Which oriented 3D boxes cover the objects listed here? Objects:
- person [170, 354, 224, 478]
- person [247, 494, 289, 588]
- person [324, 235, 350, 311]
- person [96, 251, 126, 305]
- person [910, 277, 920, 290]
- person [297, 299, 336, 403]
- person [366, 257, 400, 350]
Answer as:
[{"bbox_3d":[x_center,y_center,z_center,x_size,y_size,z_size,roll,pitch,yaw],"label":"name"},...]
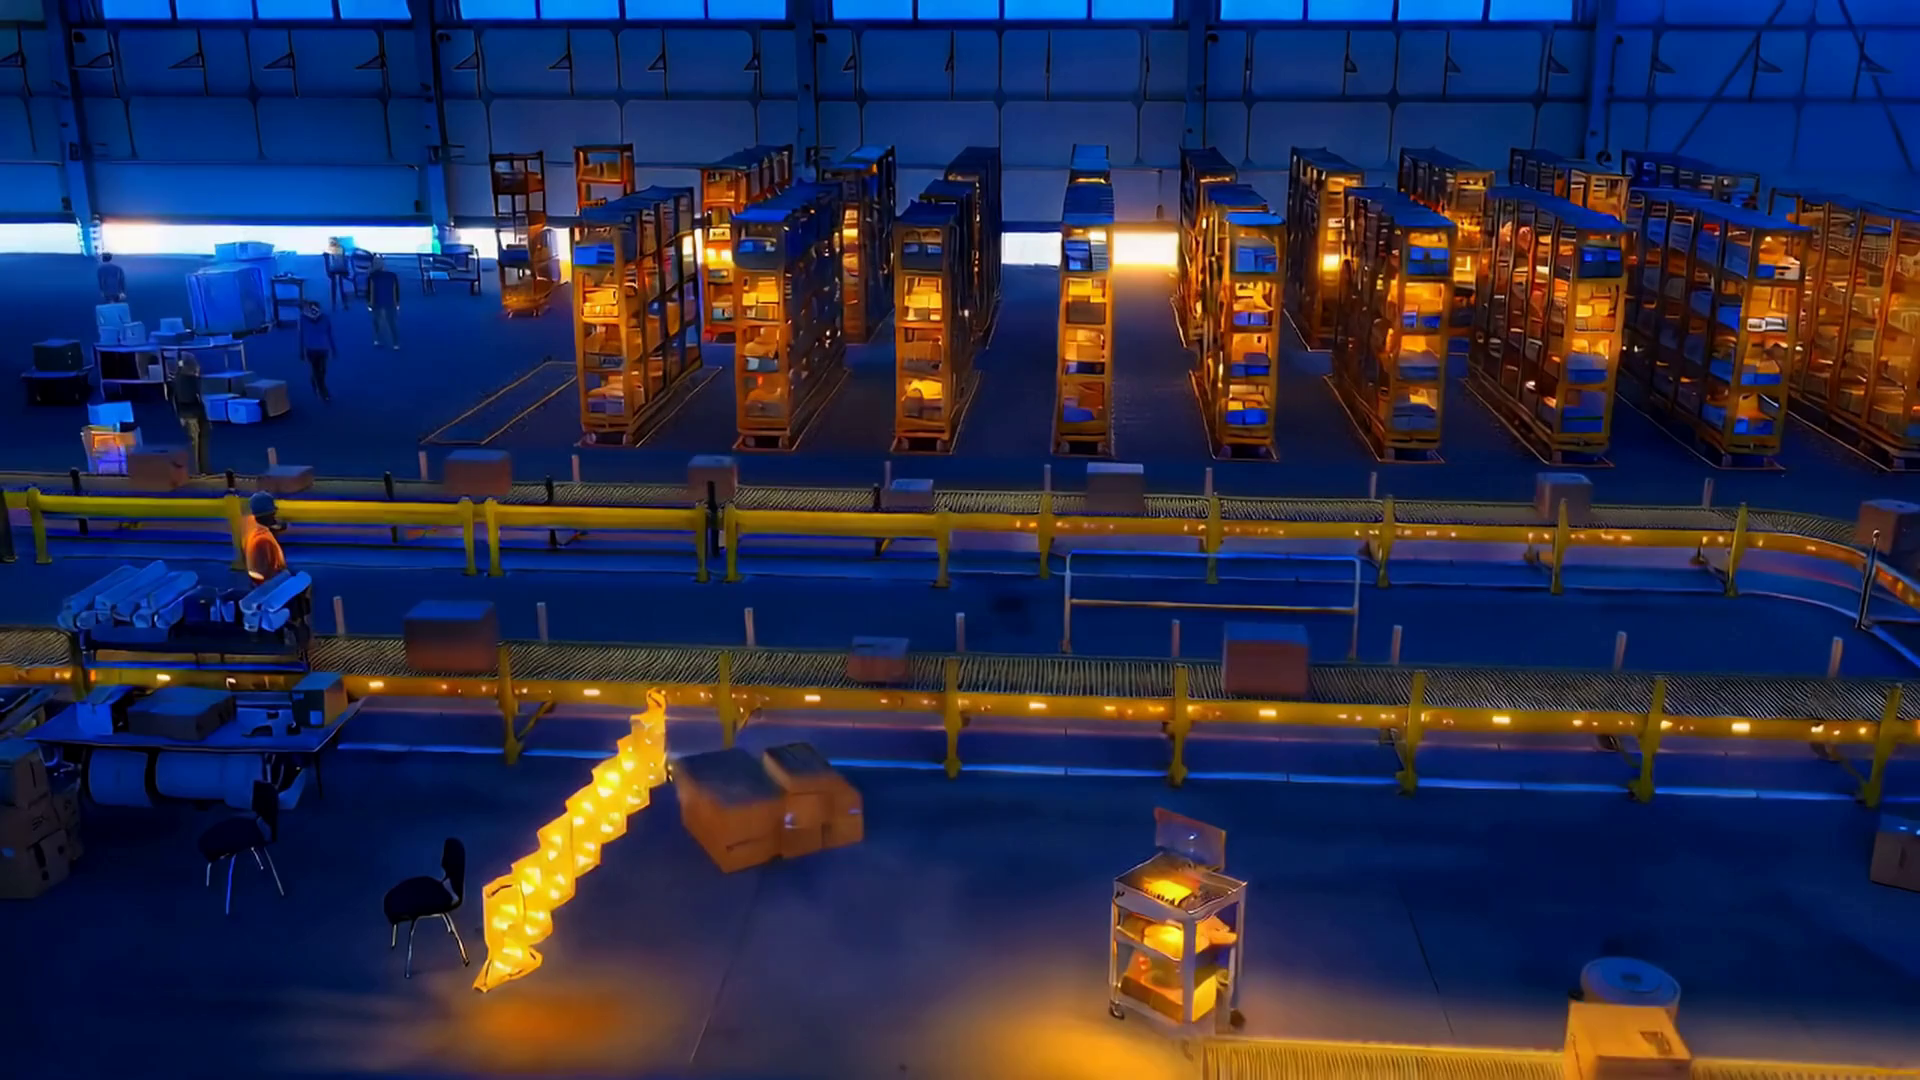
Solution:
[{"bbox_3d":[-11.149,-1.801,24.294,0.586,1.822,0.403,4,18,13],"label":"person"},{"bbox_3d":[-6.985,0.474,16.866,0.384,1.949,0.605,-8,19,-25],"label":"person"},{"bbox_3d":[-14.307,-6.138,38.199,0.492,1.736,0.330,-9,19,-25],"label":"person"},{"bbox_3d":[-18.124,-5.315,35.590,0.570,1.733,0.718,-16,23,-40],"label":"person"},{"bbox_3d":[-0.834,-5.347,35.578,0.628,1.799,0.802,-1,18,-3],"label":"person"},{"bbox_3d":[-11.324,-3.358,29.247,0.580,1.818,0.861,-16,23,-41],"label":"person"},{"bbox_3d":[-11.734,-4.824,33.848,0.664,1.851,1.012,-12,21,-32],"label":"person"}]
